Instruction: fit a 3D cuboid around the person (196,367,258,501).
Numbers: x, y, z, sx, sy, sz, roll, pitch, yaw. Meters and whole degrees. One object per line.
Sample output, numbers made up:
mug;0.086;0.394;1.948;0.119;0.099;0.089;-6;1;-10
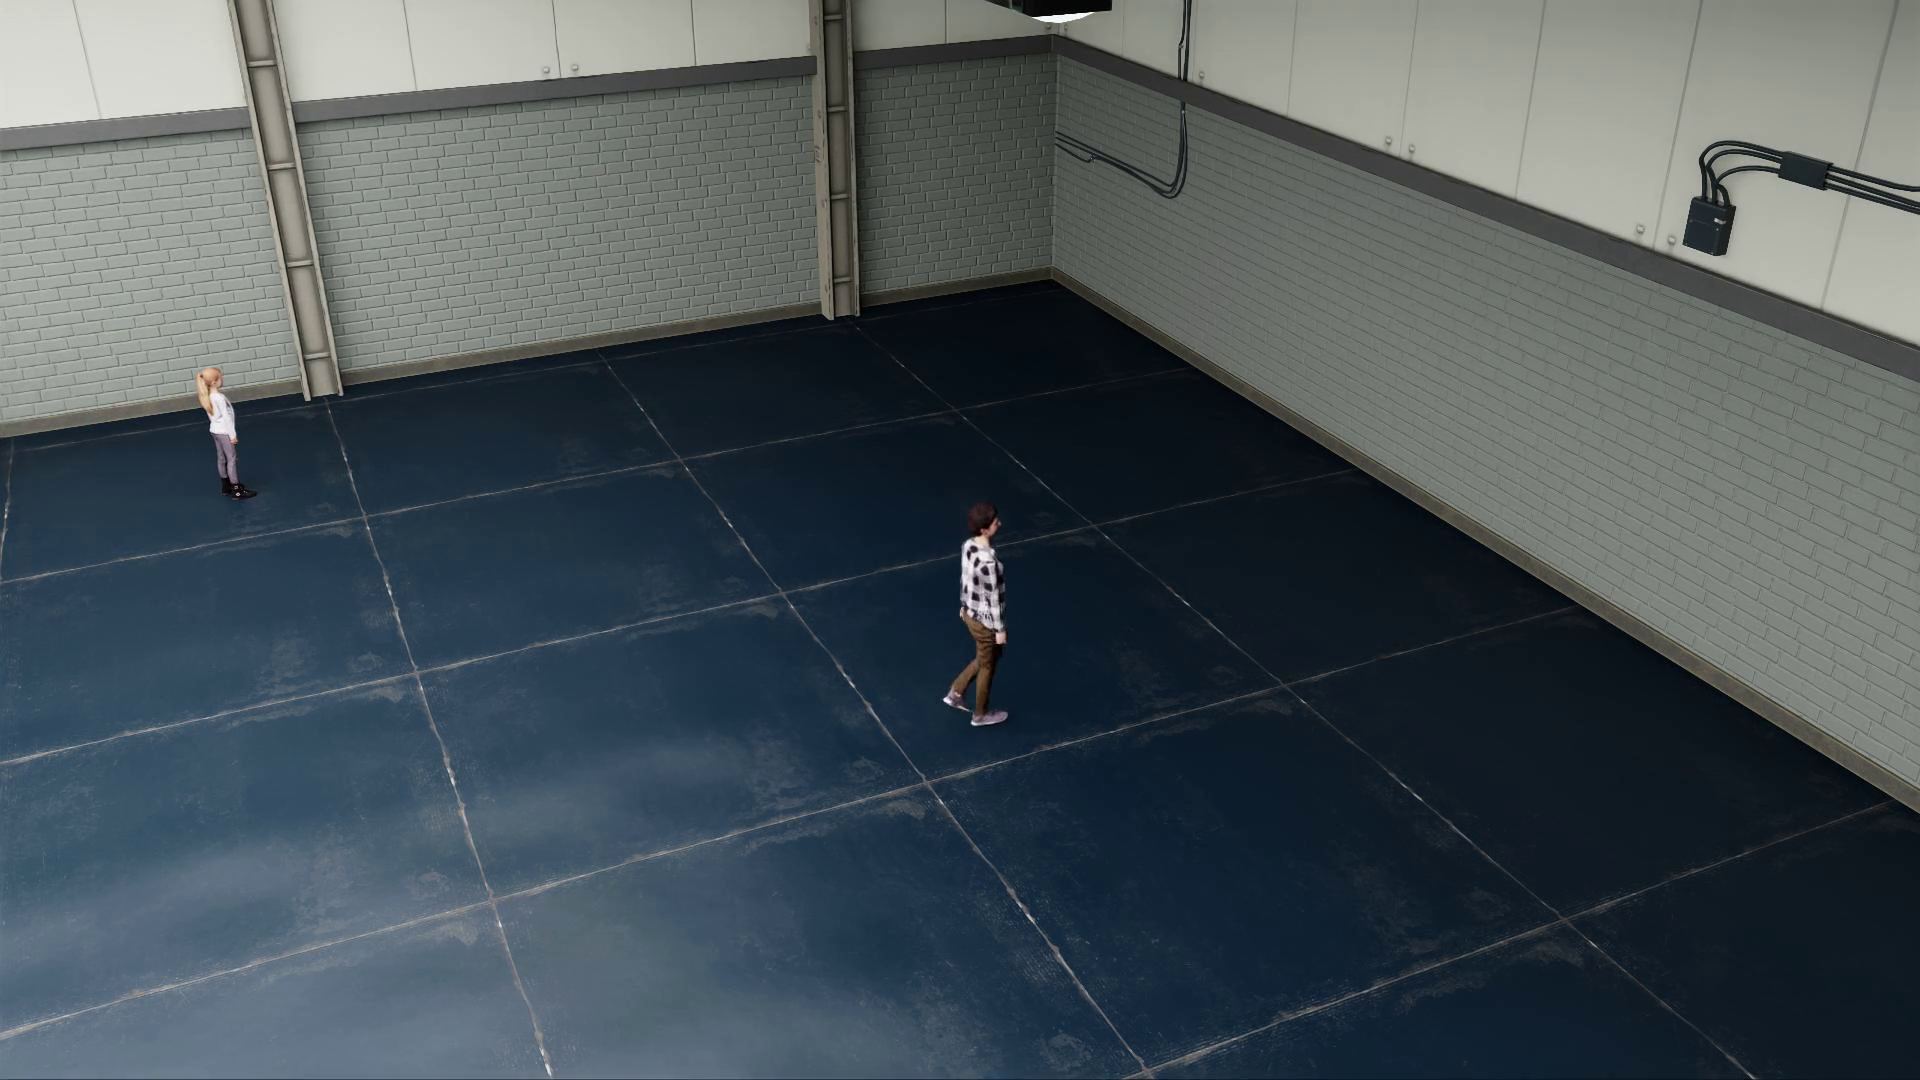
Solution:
person;-6.853;-1.002;15.450;0.564;1.278;0.587;22;35;36

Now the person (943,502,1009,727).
person;0.099;0.569;11.834;0.759;1.796;0.688;-8;28;-15
